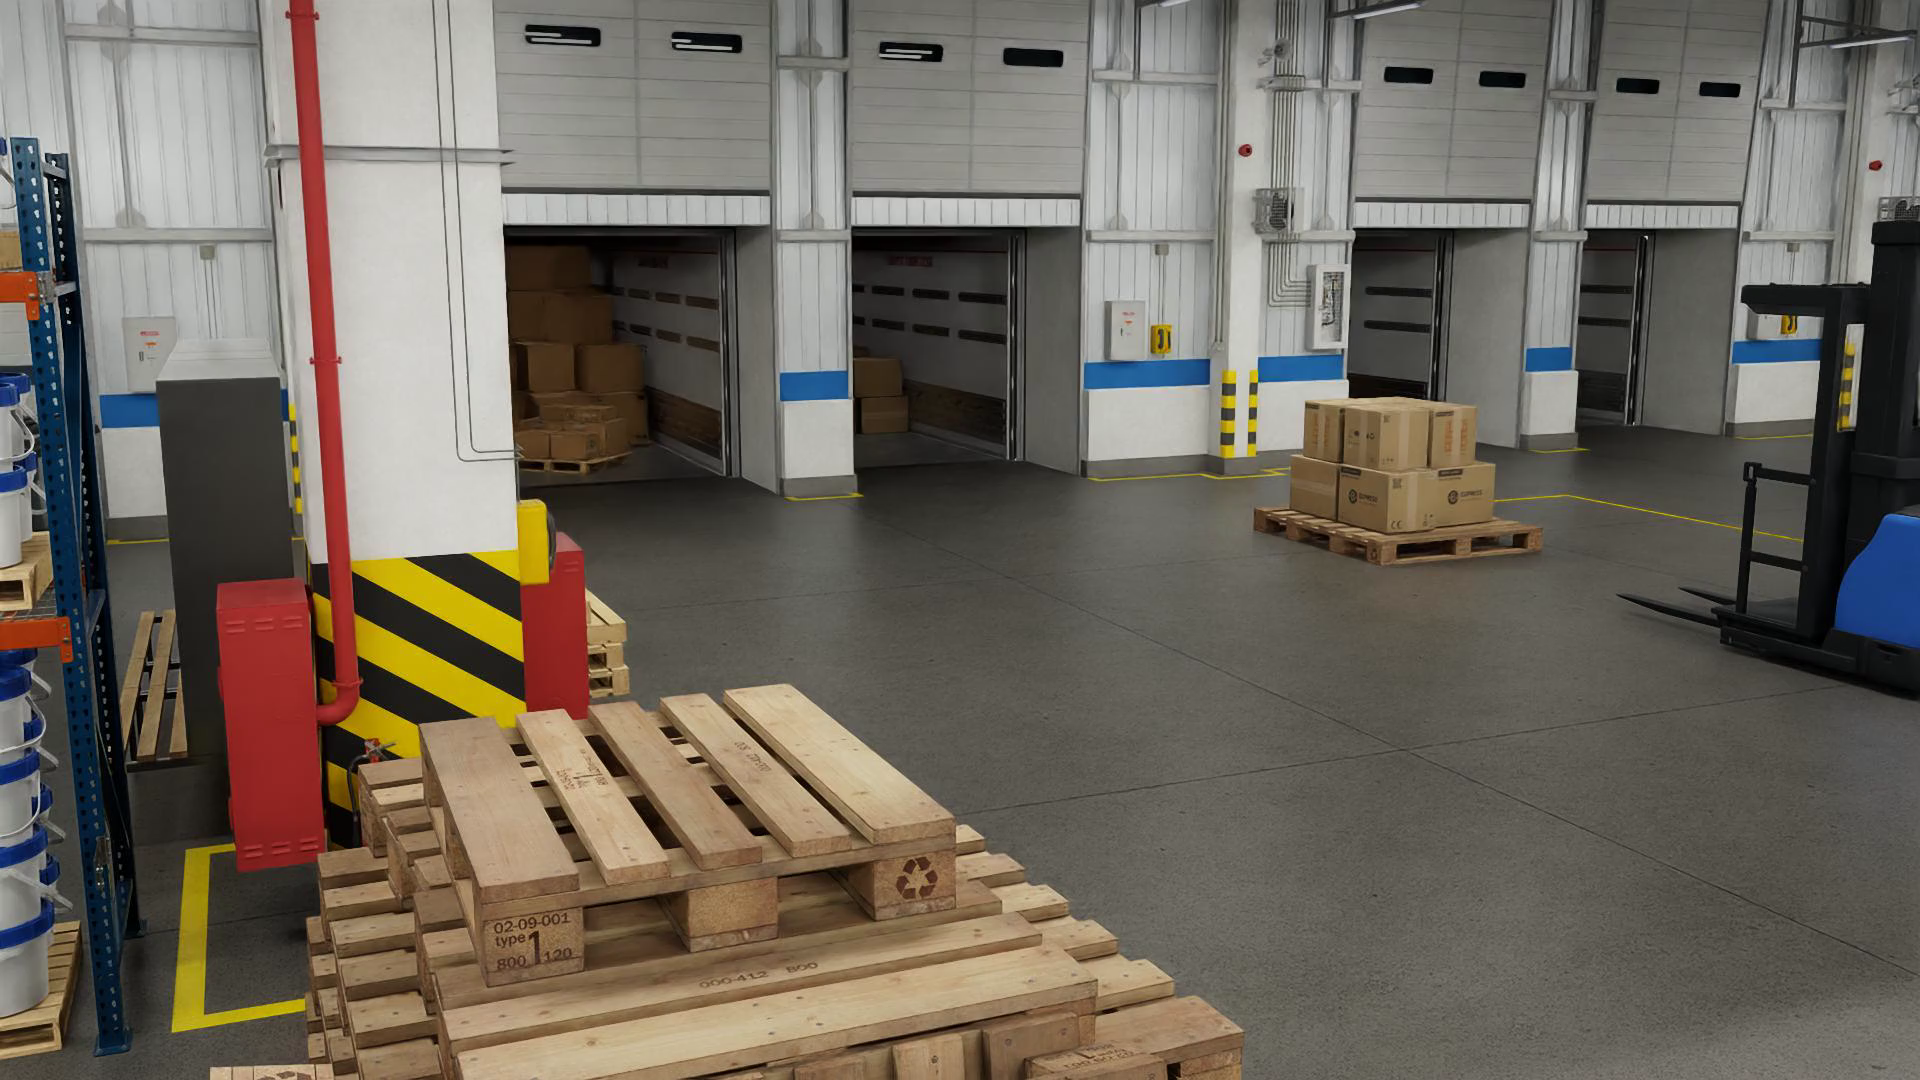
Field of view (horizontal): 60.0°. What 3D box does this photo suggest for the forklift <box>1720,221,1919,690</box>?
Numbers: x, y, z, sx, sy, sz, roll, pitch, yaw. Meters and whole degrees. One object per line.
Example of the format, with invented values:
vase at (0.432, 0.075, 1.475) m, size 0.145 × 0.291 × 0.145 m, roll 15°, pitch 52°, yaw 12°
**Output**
forklift at (5.949, -0.550, 10.218) m, size 1.129 × 2.768 × 1.873 m, roll -4°, pitch 11°, yaw -23°
